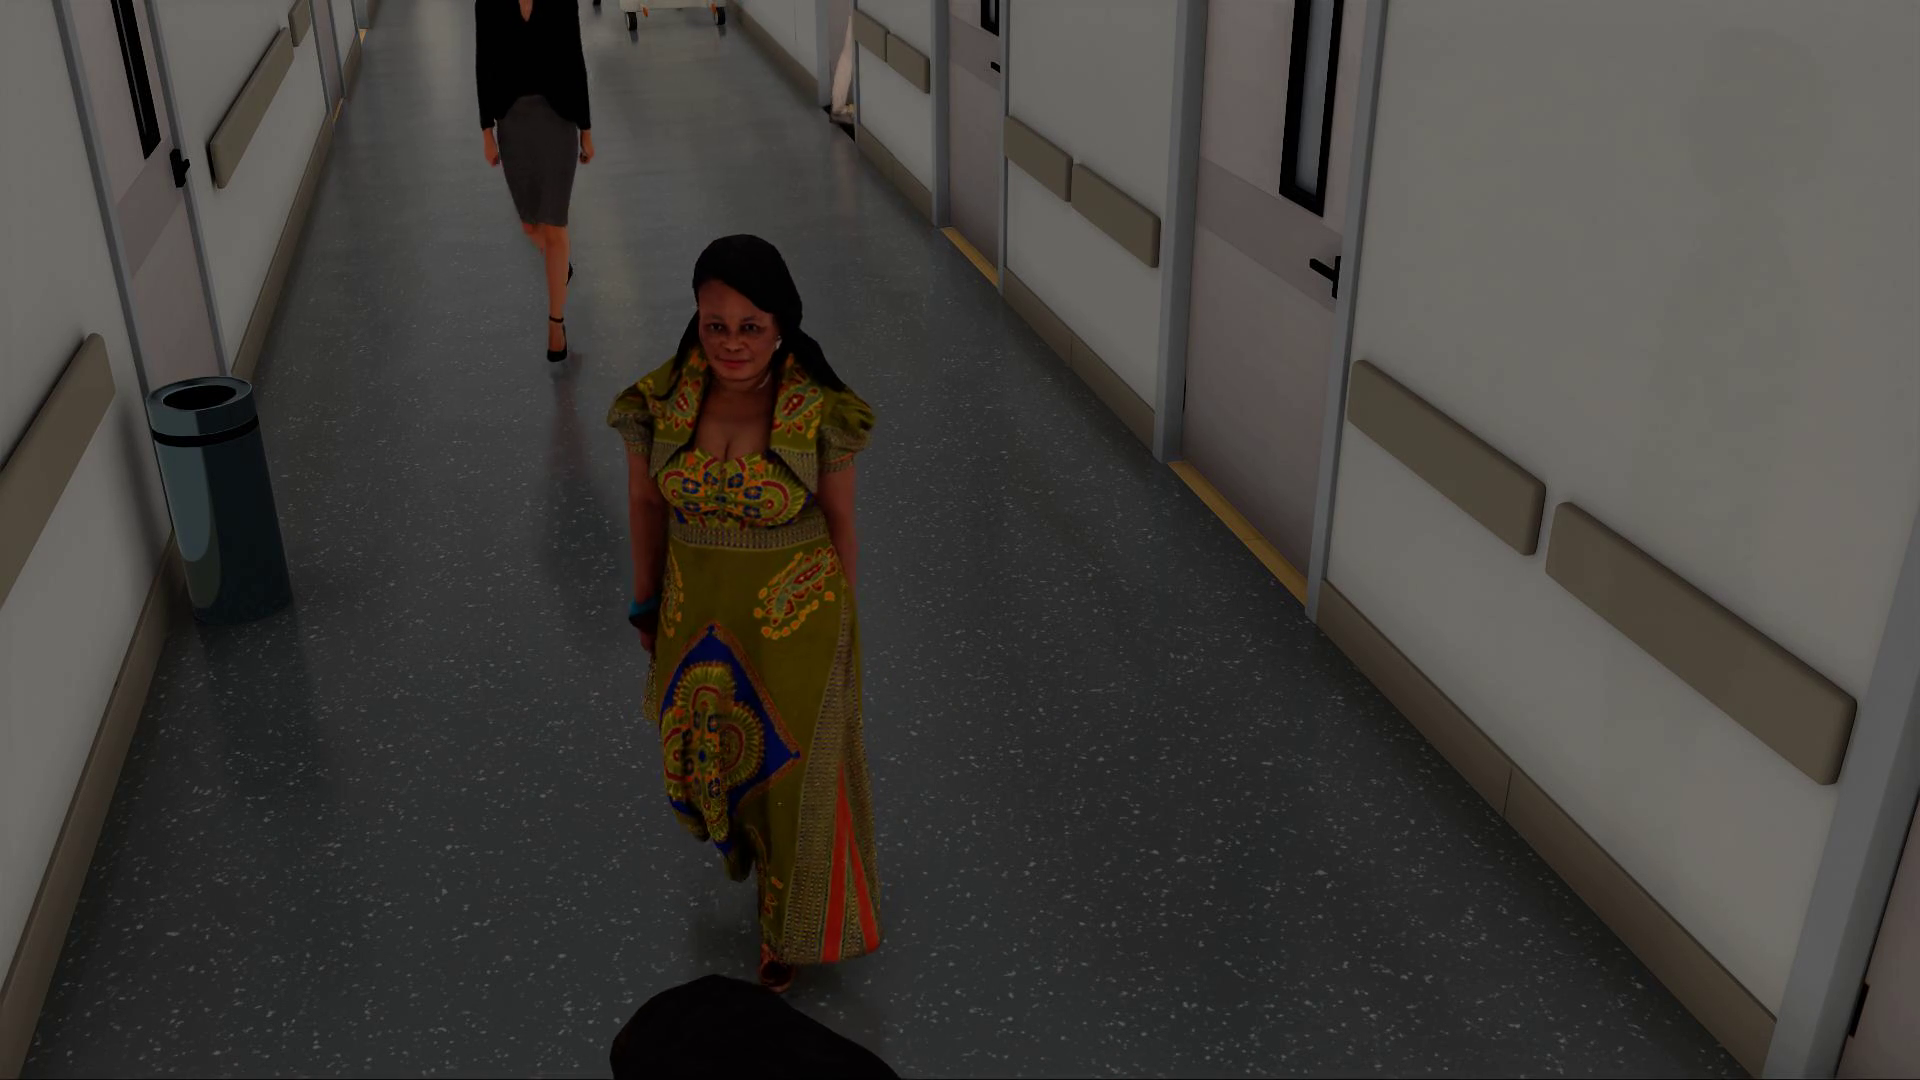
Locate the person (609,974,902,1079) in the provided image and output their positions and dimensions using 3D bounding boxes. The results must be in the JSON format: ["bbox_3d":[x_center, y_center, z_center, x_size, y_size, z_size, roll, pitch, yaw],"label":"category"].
[{"bbox_3d":[-0.103,1.112,1.354,0.739,1.807,0.703,11,28,22],"label":"person"}]

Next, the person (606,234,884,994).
[{"bbox_3d":[-0.446,0.132,3.583,0.983,1.636,0.917,0,26,0],"label":"person"}]

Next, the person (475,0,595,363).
[{"bbox_3d":[-1.817,-1.725,7.215,1.039,1.826,0.791,-3,26,-5],"label":"person"}]
